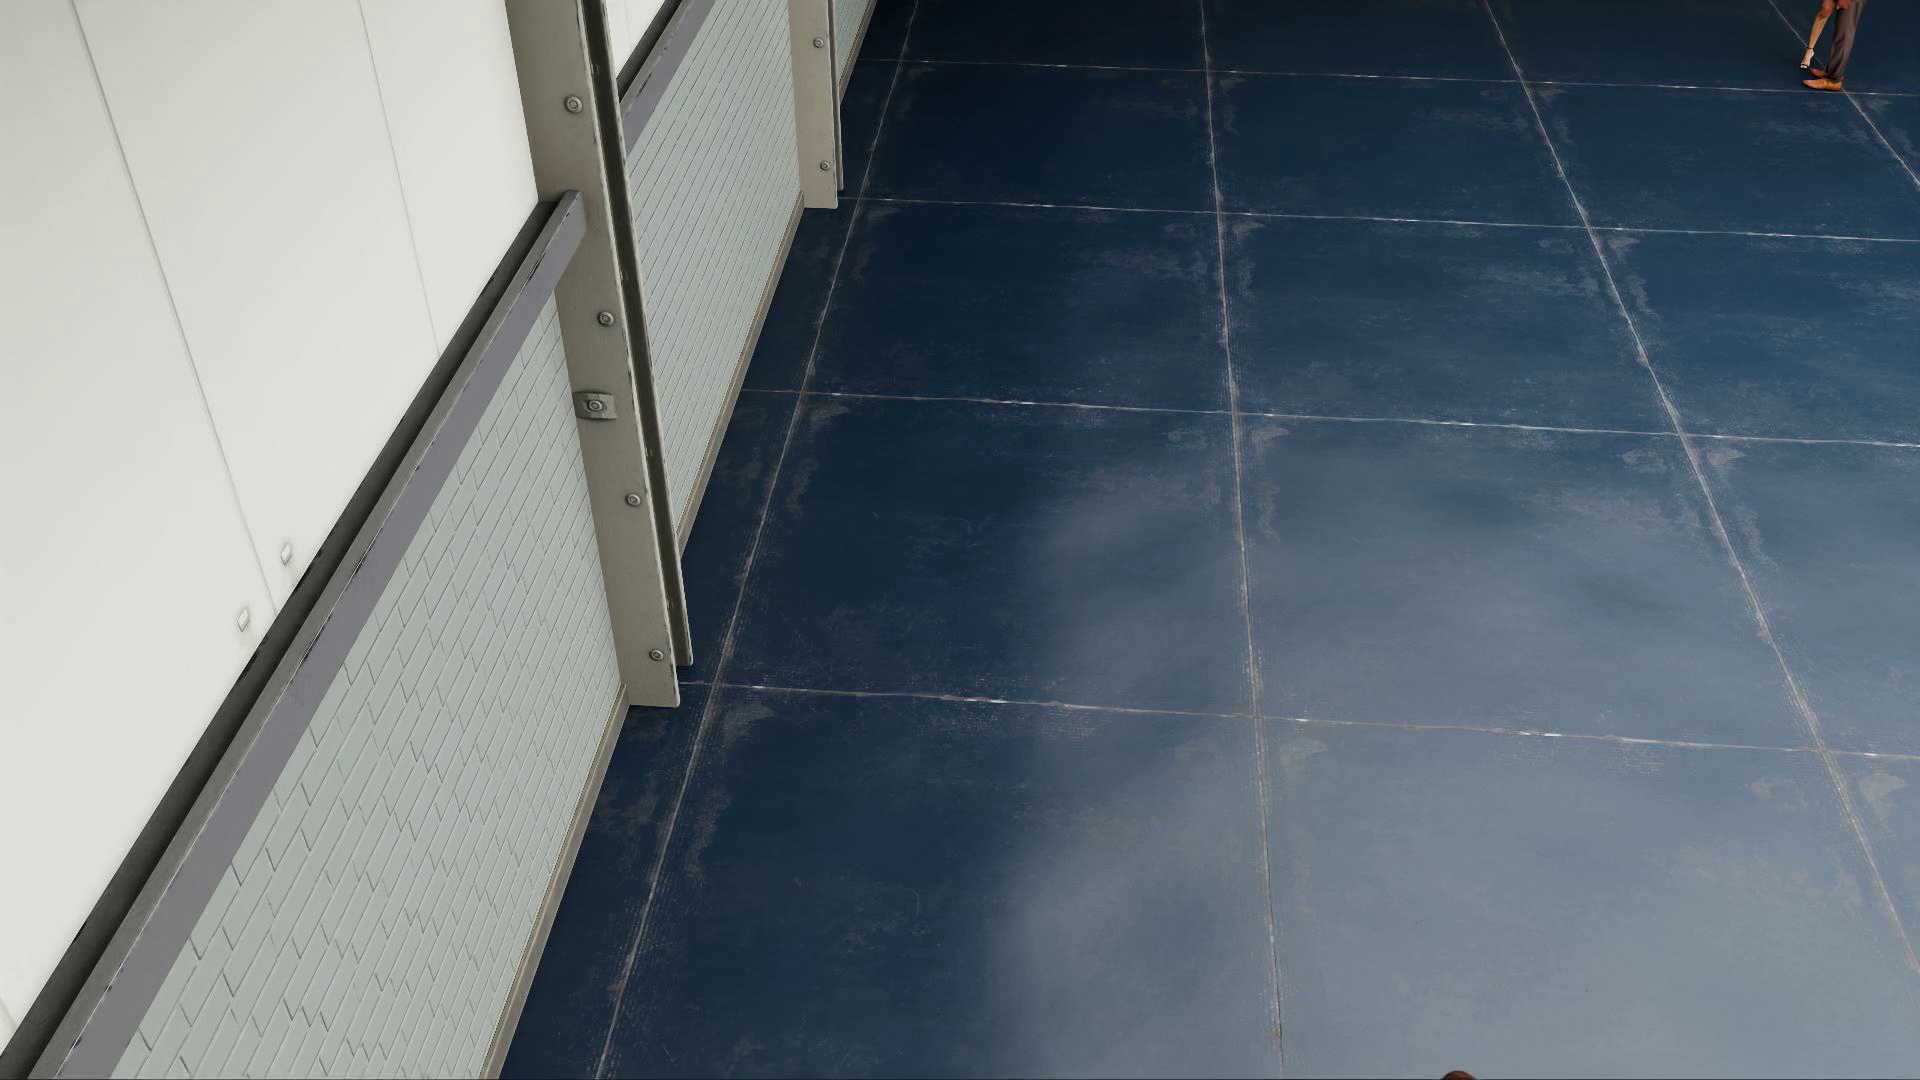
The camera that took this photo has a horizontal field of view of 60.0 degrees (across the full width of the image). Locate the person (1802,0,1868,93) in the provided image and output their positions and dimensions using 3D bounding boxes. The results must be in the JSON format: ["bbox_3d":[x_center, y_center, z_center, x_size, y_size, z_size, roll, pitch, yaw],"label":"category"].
[{"bbox_3d":[8.262,-5.099,15.284,0.844,1.908,0.715,21,43,25],"label":"person"}]
